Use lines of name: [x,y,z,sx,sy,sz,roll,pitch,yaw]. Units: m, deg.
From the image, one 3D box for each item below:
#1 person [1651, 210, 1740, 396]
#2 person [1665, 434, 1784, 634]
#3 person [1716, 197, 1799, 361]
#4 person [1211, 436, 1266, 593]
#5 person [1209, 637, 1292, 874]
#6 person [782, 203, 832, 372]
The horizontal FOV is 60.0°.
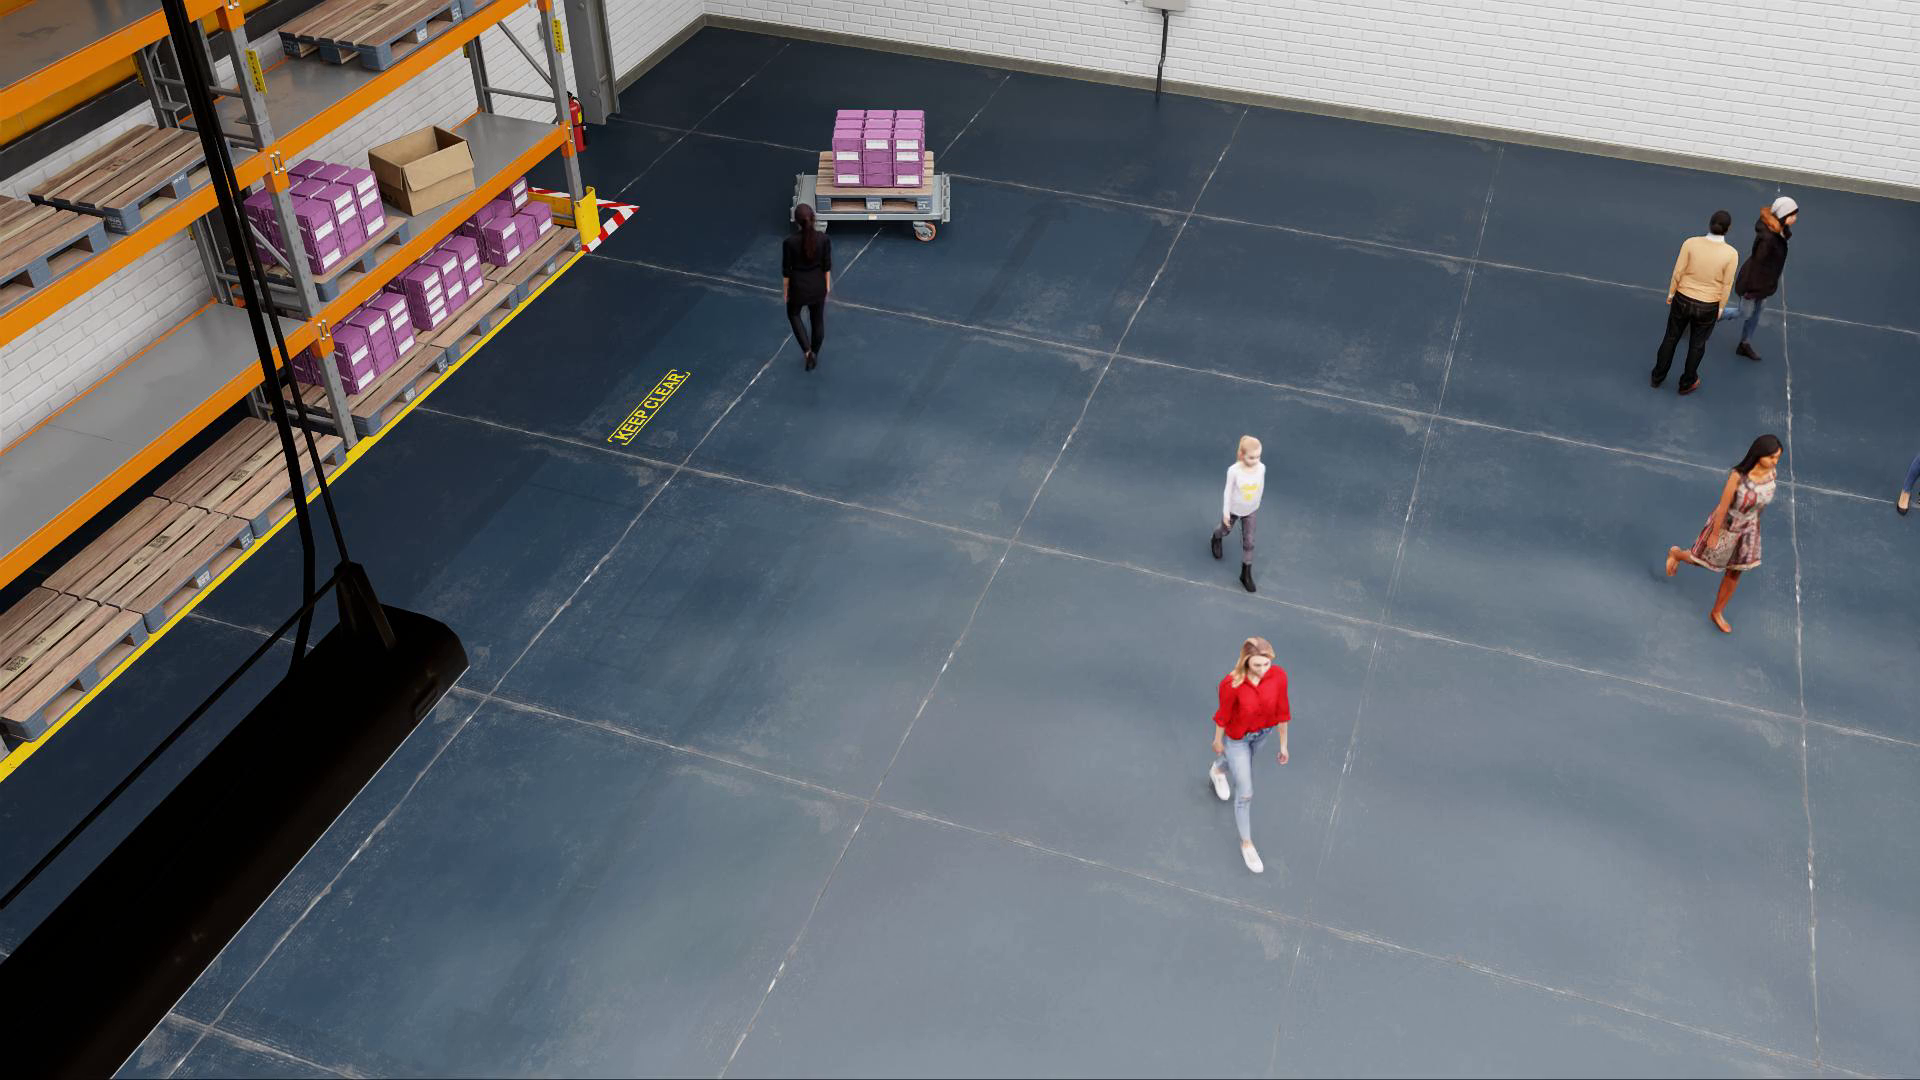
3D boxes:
person: [6.503,-2.099,14.690,0.711,1.752,0.671,23,44,26]
person: [5.674,-0.129,12.324,0.948,1.627,1.097,-8,39,-10]
person: [7.213,-2.415,15.192,0.896,1.619,0.952,29,47,32]
person: [2.129,-0.279,12.801,0.769,1.266,0.957,-6,39,-7]
person: [1.809,1.209,10.621,1.067,1.660,1.181,-12,40,-15]
person: [-1.352,-2.198,14.896,0.795,1.650,0.856,-12,40,-15]
